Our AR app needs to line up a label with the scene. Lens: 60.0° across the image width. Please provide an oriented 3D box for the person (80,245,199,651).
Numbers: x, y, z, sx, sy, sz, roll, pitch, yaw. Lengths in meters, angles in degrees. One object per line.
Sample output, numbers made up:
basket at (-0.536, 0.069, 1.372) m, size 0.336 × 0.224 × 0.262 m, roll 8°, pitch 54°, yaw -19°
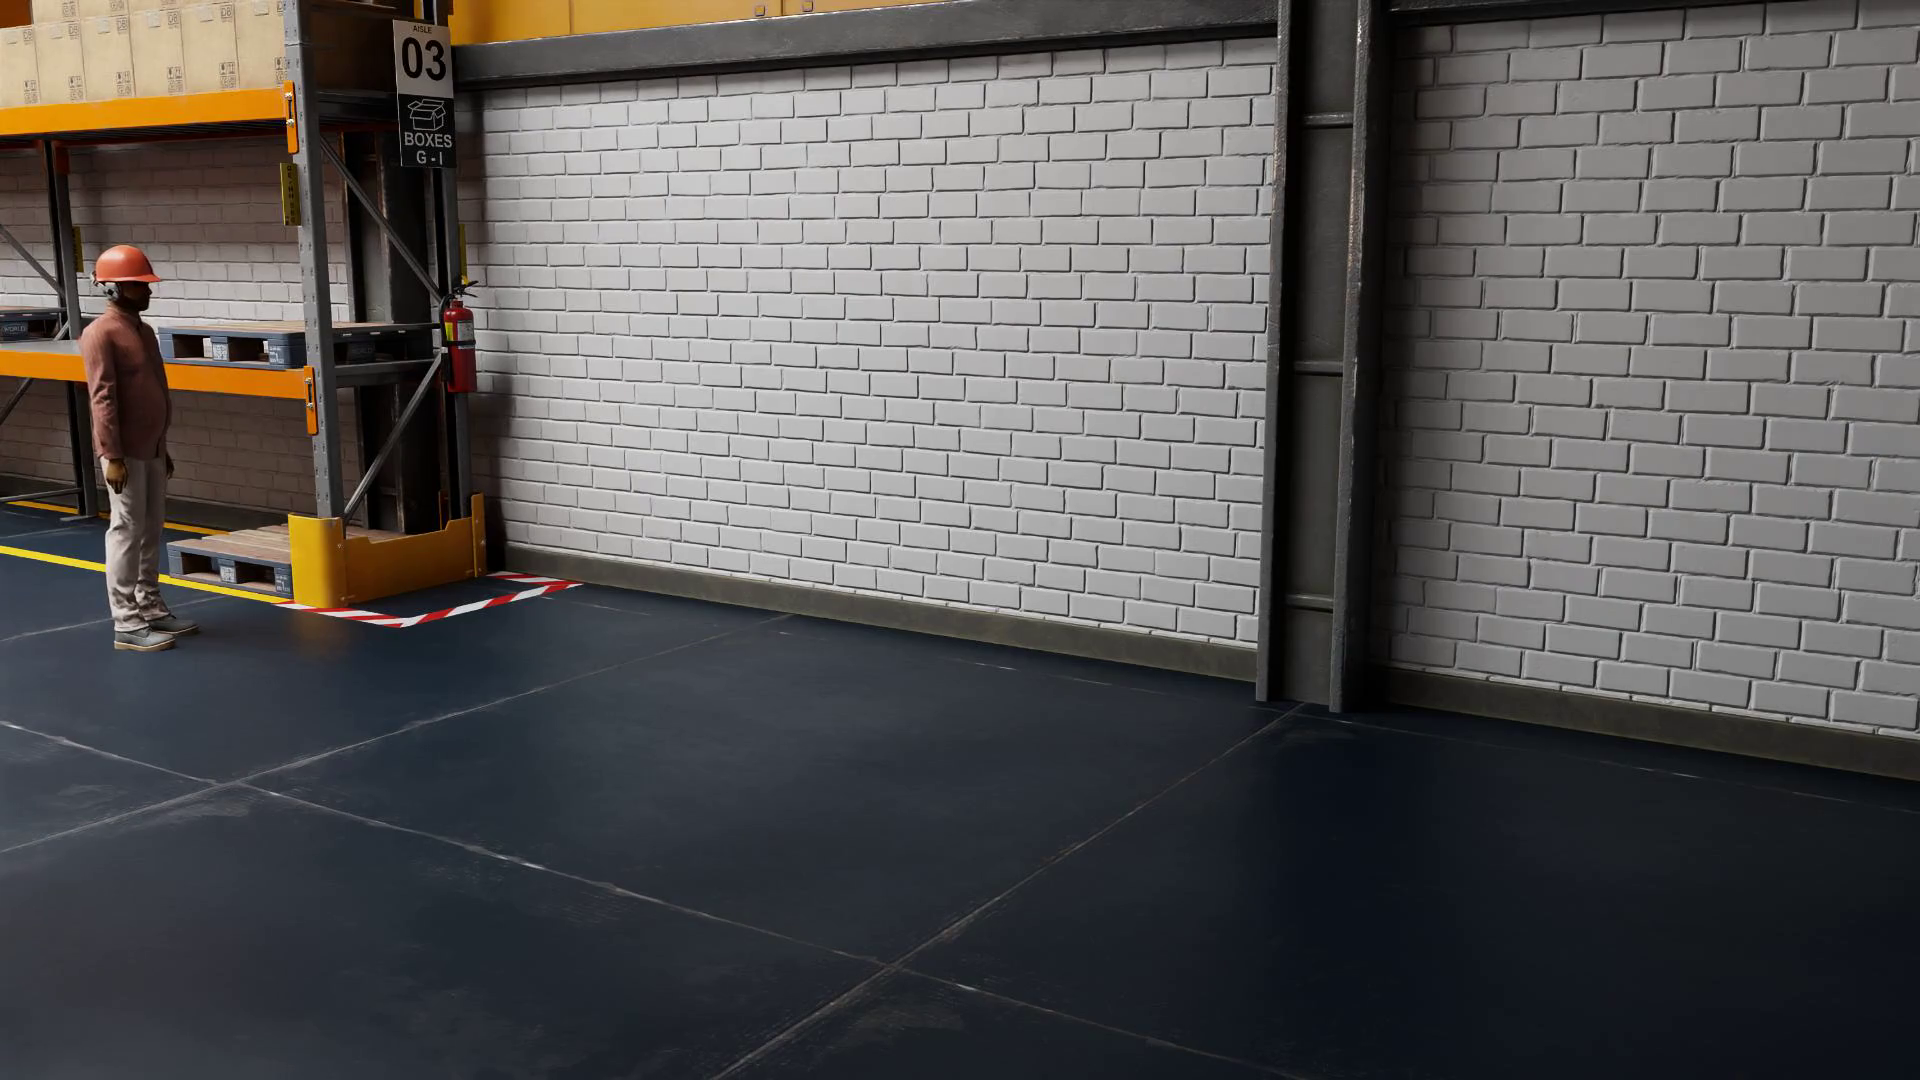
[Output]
person at (-4.094, -0.455, 8.275) m, size 0.383 × 1.993 × 0.622 m, roll -1°, pitch 10°, yaw -4°
